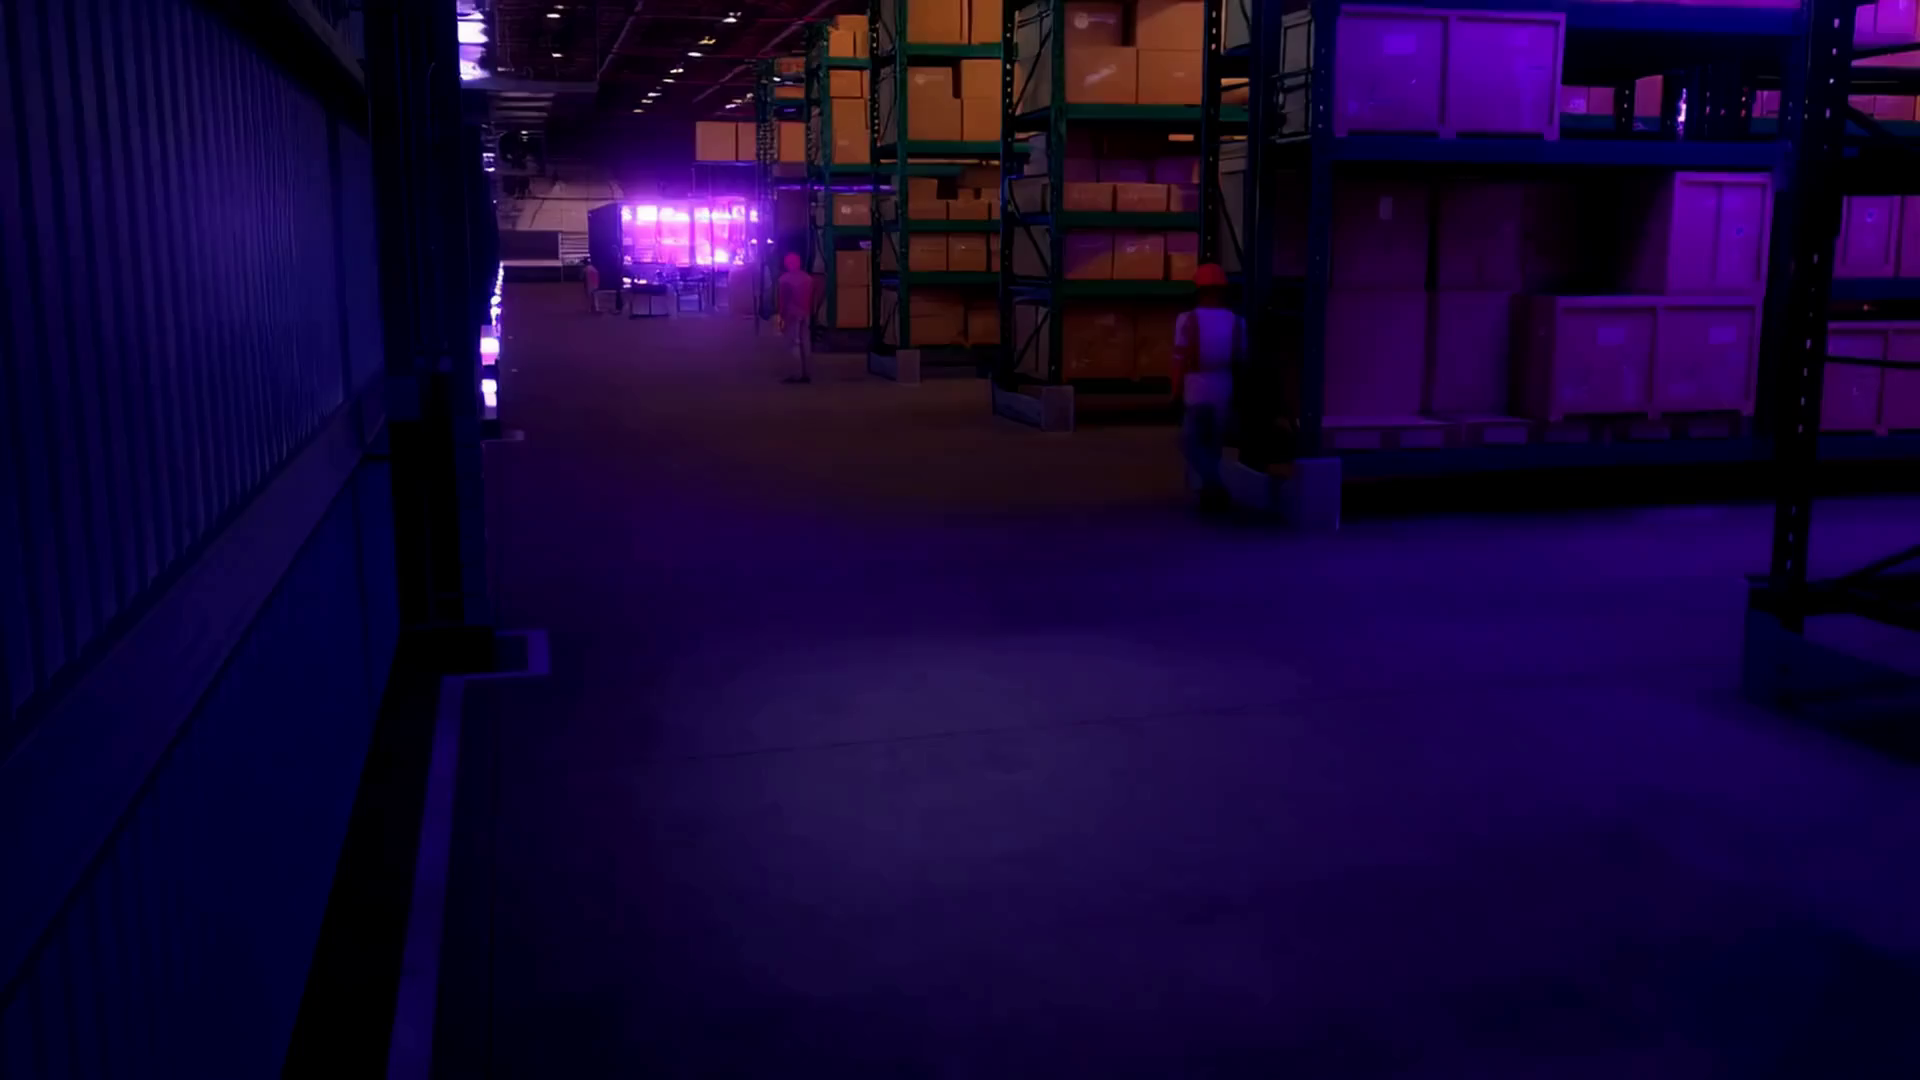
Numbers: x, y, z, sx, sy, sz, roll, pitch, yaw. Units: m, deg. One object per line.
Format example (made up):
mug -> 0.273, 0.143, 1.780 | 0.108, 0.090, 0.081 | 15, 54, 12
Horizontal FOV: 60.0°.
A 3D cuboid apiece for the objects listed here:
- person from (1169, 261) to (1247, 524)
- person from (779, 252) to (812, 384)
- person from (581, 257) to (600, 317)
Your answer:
person -> 1.808, -1.042, 12.004 | 0.560, 1.921, 0.742 | -2, 10, -13
person -> -2.445, -3.283, 24.640 | 0.379, 1.937, 0.629 | 8, 13, 38
person -> -10.648, -7.285, 47.951 | 0.578, 1.710, 0.888 | -6, 12, -31
